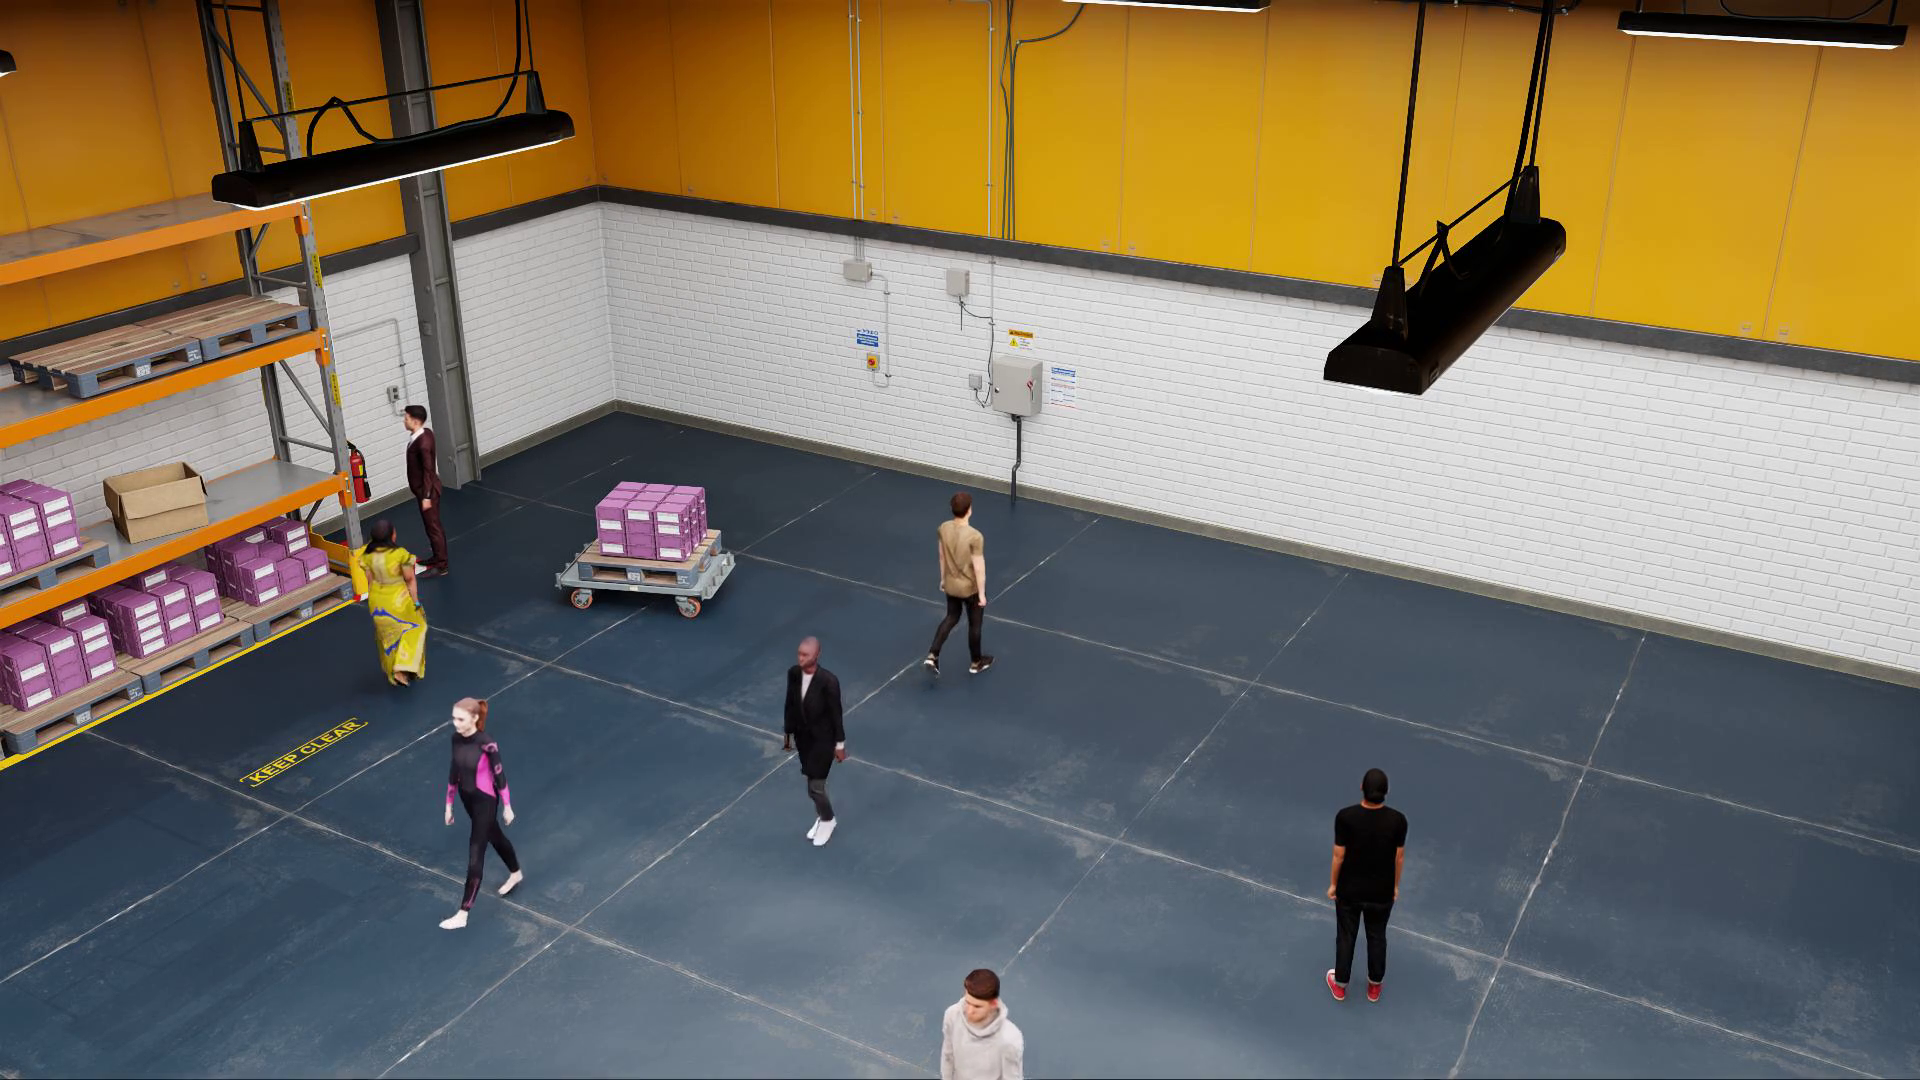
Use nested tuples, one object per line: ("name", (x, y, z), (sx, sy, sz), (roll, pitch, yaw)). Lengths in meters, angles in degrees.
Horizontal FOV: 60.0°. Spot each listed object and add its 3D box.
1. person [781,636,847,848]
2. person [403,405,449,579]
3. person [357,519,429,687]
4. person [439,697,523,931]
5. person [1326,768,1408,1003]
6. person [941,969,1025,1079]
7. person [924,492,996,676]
("person", (-1.055, 1.510, 12.898), (0.701, 1.753, 0.663), (17, 29, 33))
("person", (-5.585, -0.535, 17.437), (0.829, 1.866, 0.776), (-7, 25, -15))
("person", (-5.160, 0.623, 15.060), (0.939, 1.646, 1.057), (2, 24, 4))
("person", (-3.418, 1.891, 12.089), (0.576, 1.704, 1.069), (13, 27, 27))
("person", (2.700, 2.300, 11.084), (0.704, 1.758, 0.695), (3, 24, 7))
("person", (0.179, 3.078, 9.207), (0.685, 1.837, 0.875), (13, 27, 27))
("person", (-0.026, 0.449, 15.225), (0.786, 1.834, 1.095), (18, 30, 36))
